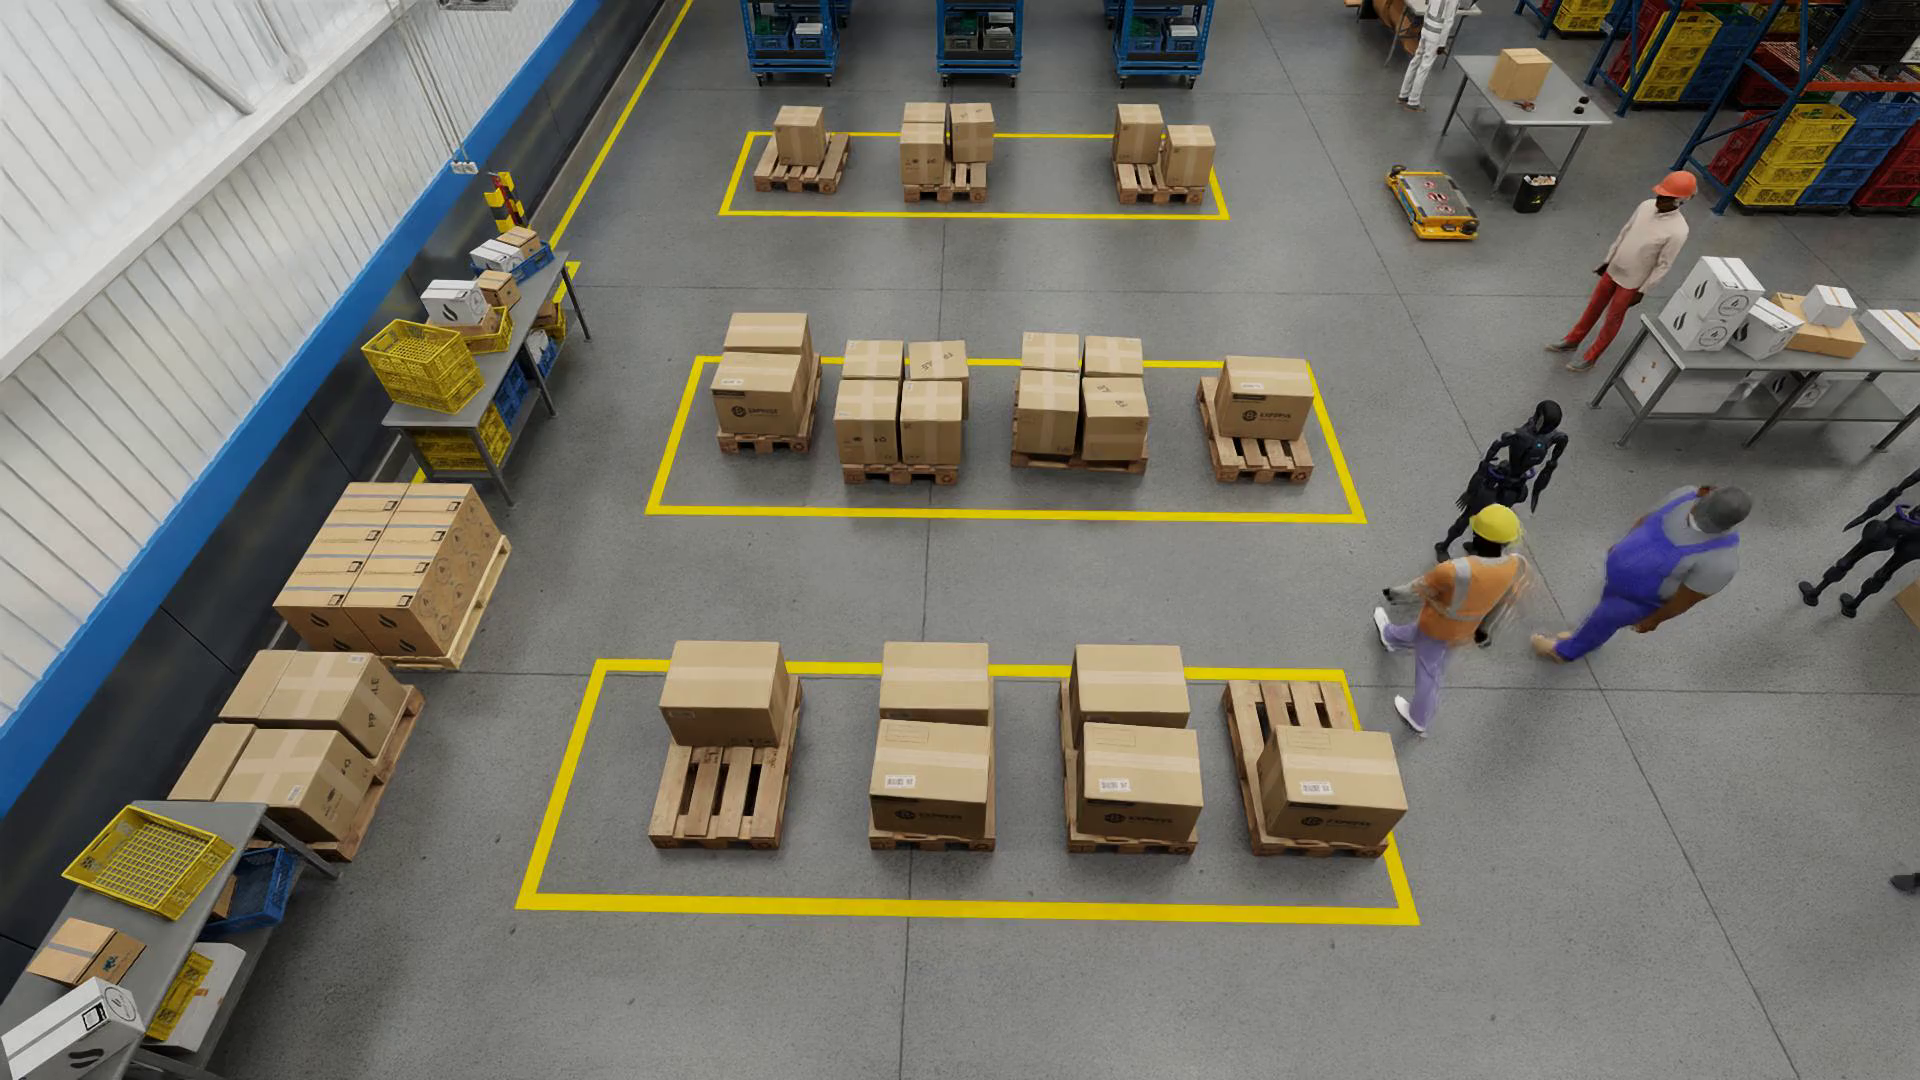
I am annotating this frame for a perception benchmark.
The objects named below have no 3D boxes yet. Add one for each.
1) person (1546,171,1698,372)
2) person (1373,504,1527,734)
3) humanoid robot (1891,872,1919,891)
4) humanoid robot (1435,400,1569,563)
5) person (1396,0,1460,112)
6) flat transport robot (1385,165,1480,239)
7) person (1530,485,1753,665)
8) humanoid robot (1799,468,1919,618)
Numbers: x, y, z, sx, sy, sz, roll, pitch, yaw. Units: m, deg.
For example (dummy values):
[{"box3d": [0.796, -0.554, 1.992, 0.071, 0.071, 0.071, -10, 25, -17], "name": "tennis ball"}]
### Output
[{"box3d": [6.192, -2.468, 8.529, 0.393, 1.993, 0.610, -6, 49, -5], "name": "person"}, {"box3d": [3.181, 0.431, 6.105, 0.590, 1.867, 1.003, -12, 50, -10], "name": "person"}, {"box3d": [6.140, 1.747, 5.102, 0.655, 1.632, 0.371, 17, 51, 14], "name": "humanoid robot"}, {"box3d": [4.120, -0.395, 6.942, 0.557, 1.652, 0.325, 1, 49, 1], "name": "humanoid robot"}, {"box3d": [6.383, -6.785, 12.336, 0.356, 1.887, 0.571, -5, 49, -4], "name": "person"}, {"box3d": [5.692, -4.094, 11.059, 0.652, 0.197, 1.431, 1, 49, 1], "name": "flat transport robot"}, {"box3d": [4.573, 0.236, 6.158, 0.627, 2.000, 0.738, 11, 50, 9], "name": "person"}, {"box3d": [6.895, -0.076, 6.665, 0.579, 1.651, 0.307, 20, 52, 17], "name": "humanoid robot"}]
